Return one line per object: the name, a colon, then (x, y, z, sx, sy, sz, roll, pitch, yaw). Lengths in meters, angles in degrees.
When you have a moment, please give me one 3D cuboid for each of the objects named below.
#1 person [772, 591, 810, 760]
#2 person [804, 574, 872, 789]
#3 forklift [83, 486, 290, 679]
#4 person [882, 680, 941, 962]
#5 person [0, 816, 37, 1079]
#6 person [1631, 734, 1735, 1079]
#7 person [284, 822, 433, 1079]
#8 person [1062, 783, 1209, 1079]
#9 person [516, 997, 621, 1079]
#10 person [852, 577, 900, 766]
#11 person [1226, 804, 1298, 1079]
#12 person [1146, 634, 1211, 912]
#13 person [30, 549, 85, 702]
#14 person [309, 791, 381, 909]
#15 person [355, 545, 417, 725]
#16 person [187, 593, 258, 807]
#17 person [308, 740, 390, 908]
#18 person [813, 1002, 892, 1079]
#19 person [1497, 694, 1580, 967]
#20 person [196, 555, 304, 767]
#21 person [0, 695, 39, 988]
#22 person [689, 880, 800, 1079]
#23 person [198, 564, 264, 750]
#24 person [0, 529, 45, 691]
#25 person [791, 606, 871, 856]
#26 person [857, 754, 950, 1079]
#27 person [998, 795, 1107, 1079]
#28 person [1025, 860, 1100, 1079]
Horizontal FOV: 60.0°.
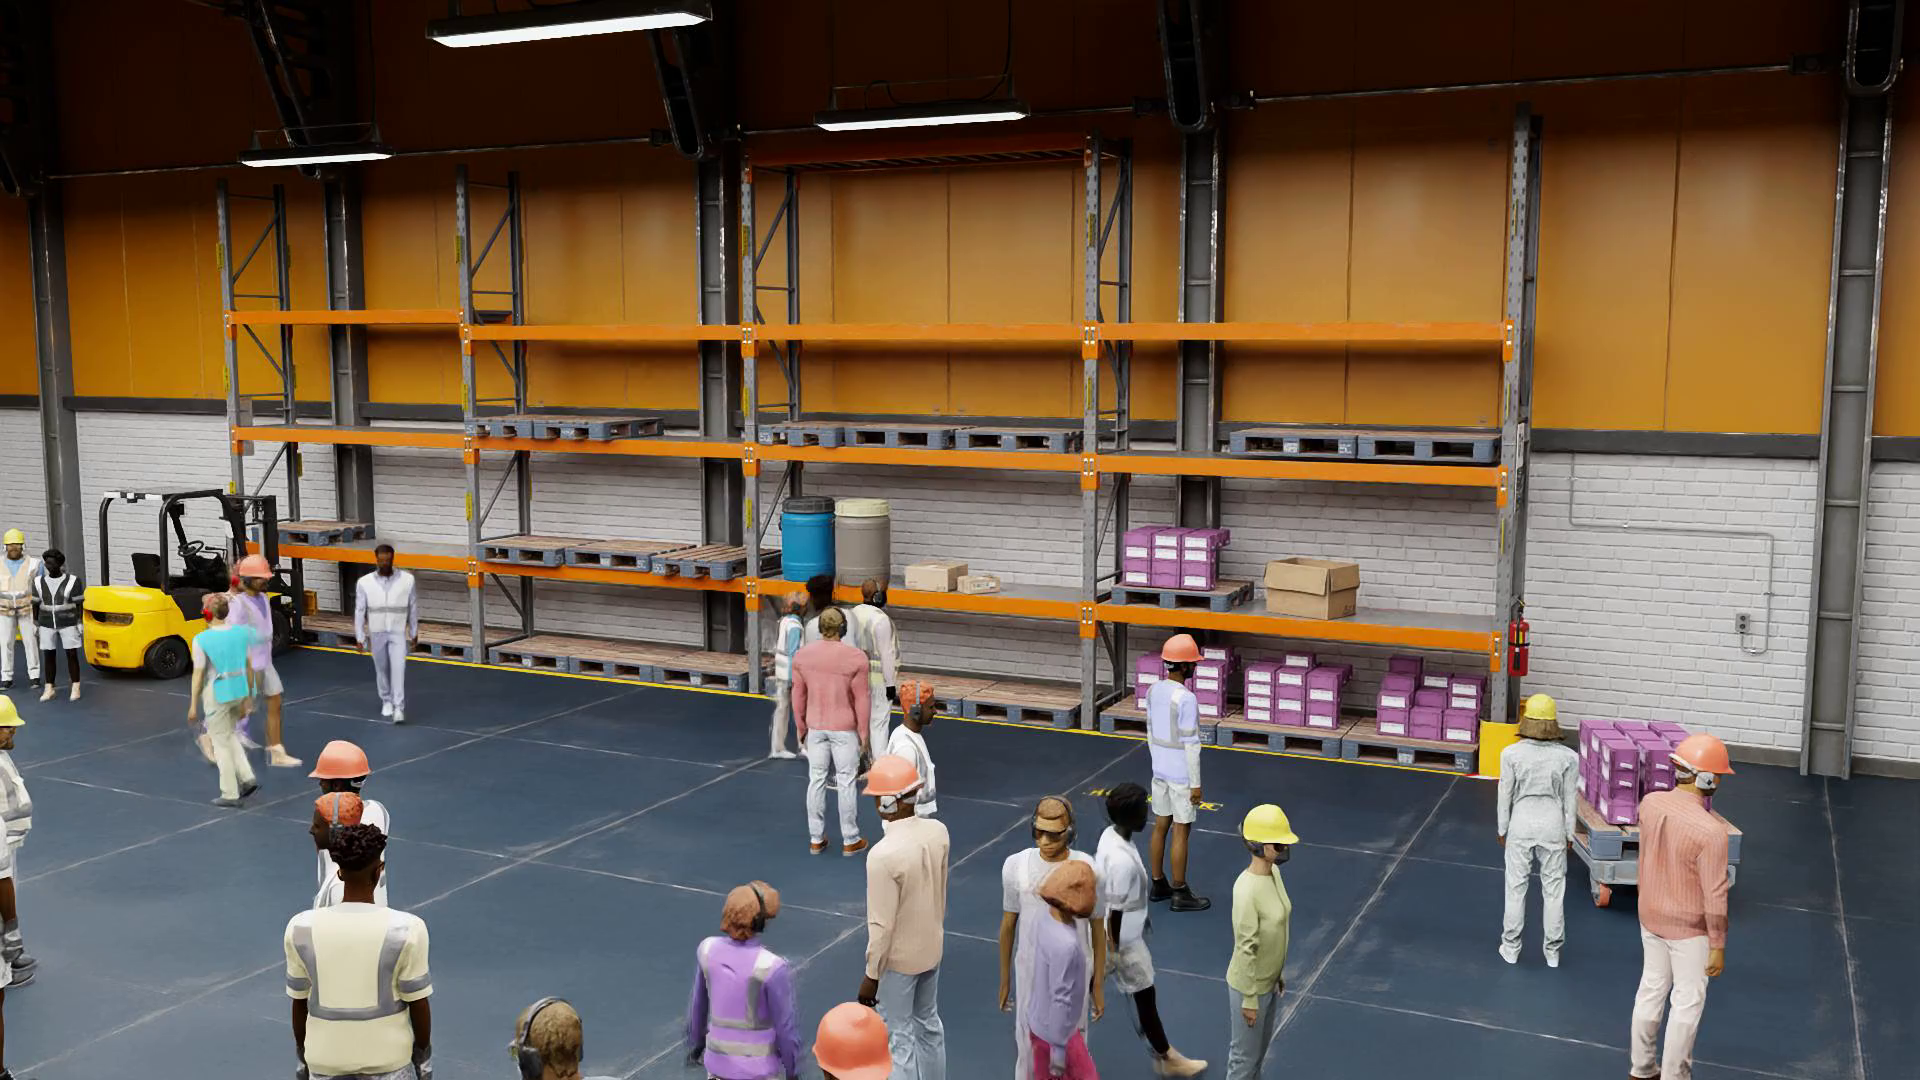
person: (-1.510, 1.277, 15.736, 0.636, 1.612, 0.507, -3, 7, -20)
person: (-1.097, 1.259, 14.622, 0.466, 1.931, 0.649, 5, 8, 34)
forklift: (-9.426, 0.454, 20.179, 1.214, 2.155, 2.313, 3, 8, 26)
person: (-0.303, 1.801, 10.345, 0.358, 1.880, 0.575, 0, 7, 1)
person: (-5.117, 1.971, 8.576, 0.606, 1.966, 0.367, 1, 7, 10)
person: (3.729, 1.969, 8.560, 0.411, 1.980, 0.626, -2, 7, -15)
person: (-2.528, 2.164, 7.043, 0.598, 1.958, 0.373, 0, 7, -4)
person: (0.871, 2.092, 8.891, 0.862, 1.644, 0.537, -1, 7, -6)
person: (-1.250, 2.393, 5.259, 0.369, 1.928, 0.639, 4, 8, 29)
person: (-0.758, 1.252, 15.028, 0.429, 1.844, 0.627, -5, 8, -34)
person: (1.455, 2.138, 8.017, 0.315, 1.770, 0.524, 3, 8, 25)
person: (1.524, 1.616, 11.631, 0.357, 1.938, 0.543, -4, 8, -27)
person: (-9.901, 0.932, 18.263, 0.540, 1.695, 0.317, -2, 7, -12)
person: (-2.884, 2.103, 7.832, 0.356, 1.882, 0.574, -2, 7, -16)
person: (-5.957, 0.970, 17.293, 0.608, 1.858, 1.034, -2, 7, -19)
person: (-6.264, 1.363, 14.120, 0.437, 1.835, 0.560, 3, 7, 20)
person: (-3.144, 1.986, 8.570, 0.357, 1.938, 0.545, 0, 7, 2)
person: (-0.338, 2.388, 5.255, 0.553, 1.933, 0.370, -3, 8, -26)
person: (3.670, 1.841, 10.603, 0.485, 1.737, 0.321, 2, 7, 14)
person: (-6.613, 1.132, 15.384, 0.895, 2.012, 0.619, 1, 7, 7)
person: (-5.917, 1.849, 10.217, 0.403, 1.817, 0.601, -4, 8, -27)
person: (-0.967, 2.299, 7.221, 0.691, 1.640, 0.367, 5, 8, 33)
person: (-7.020, 1.140, 16.031, 0.472, 1.822, 0.605, 0, 7, 2)
person: (-10.708, 0.788, 18.884, 0.589, 1.837, 0.404, -3, 8, -24)
person: (-0.987, 1.470, 12.832, 0.629, 1.939, 0.372, 2, 7, 16)
person: (-0.286, 2.017, 8.088, 0.389, 1.991, 0.610, 4, 8, 32)
person: (0.438, 2.109, 7.939, 0.514, 1.842, 0.328, 1, 7, 11)
person: (0.494, 2.255, 7.656, 0.478, 1.614, 0.502, -1, 7, -11)
